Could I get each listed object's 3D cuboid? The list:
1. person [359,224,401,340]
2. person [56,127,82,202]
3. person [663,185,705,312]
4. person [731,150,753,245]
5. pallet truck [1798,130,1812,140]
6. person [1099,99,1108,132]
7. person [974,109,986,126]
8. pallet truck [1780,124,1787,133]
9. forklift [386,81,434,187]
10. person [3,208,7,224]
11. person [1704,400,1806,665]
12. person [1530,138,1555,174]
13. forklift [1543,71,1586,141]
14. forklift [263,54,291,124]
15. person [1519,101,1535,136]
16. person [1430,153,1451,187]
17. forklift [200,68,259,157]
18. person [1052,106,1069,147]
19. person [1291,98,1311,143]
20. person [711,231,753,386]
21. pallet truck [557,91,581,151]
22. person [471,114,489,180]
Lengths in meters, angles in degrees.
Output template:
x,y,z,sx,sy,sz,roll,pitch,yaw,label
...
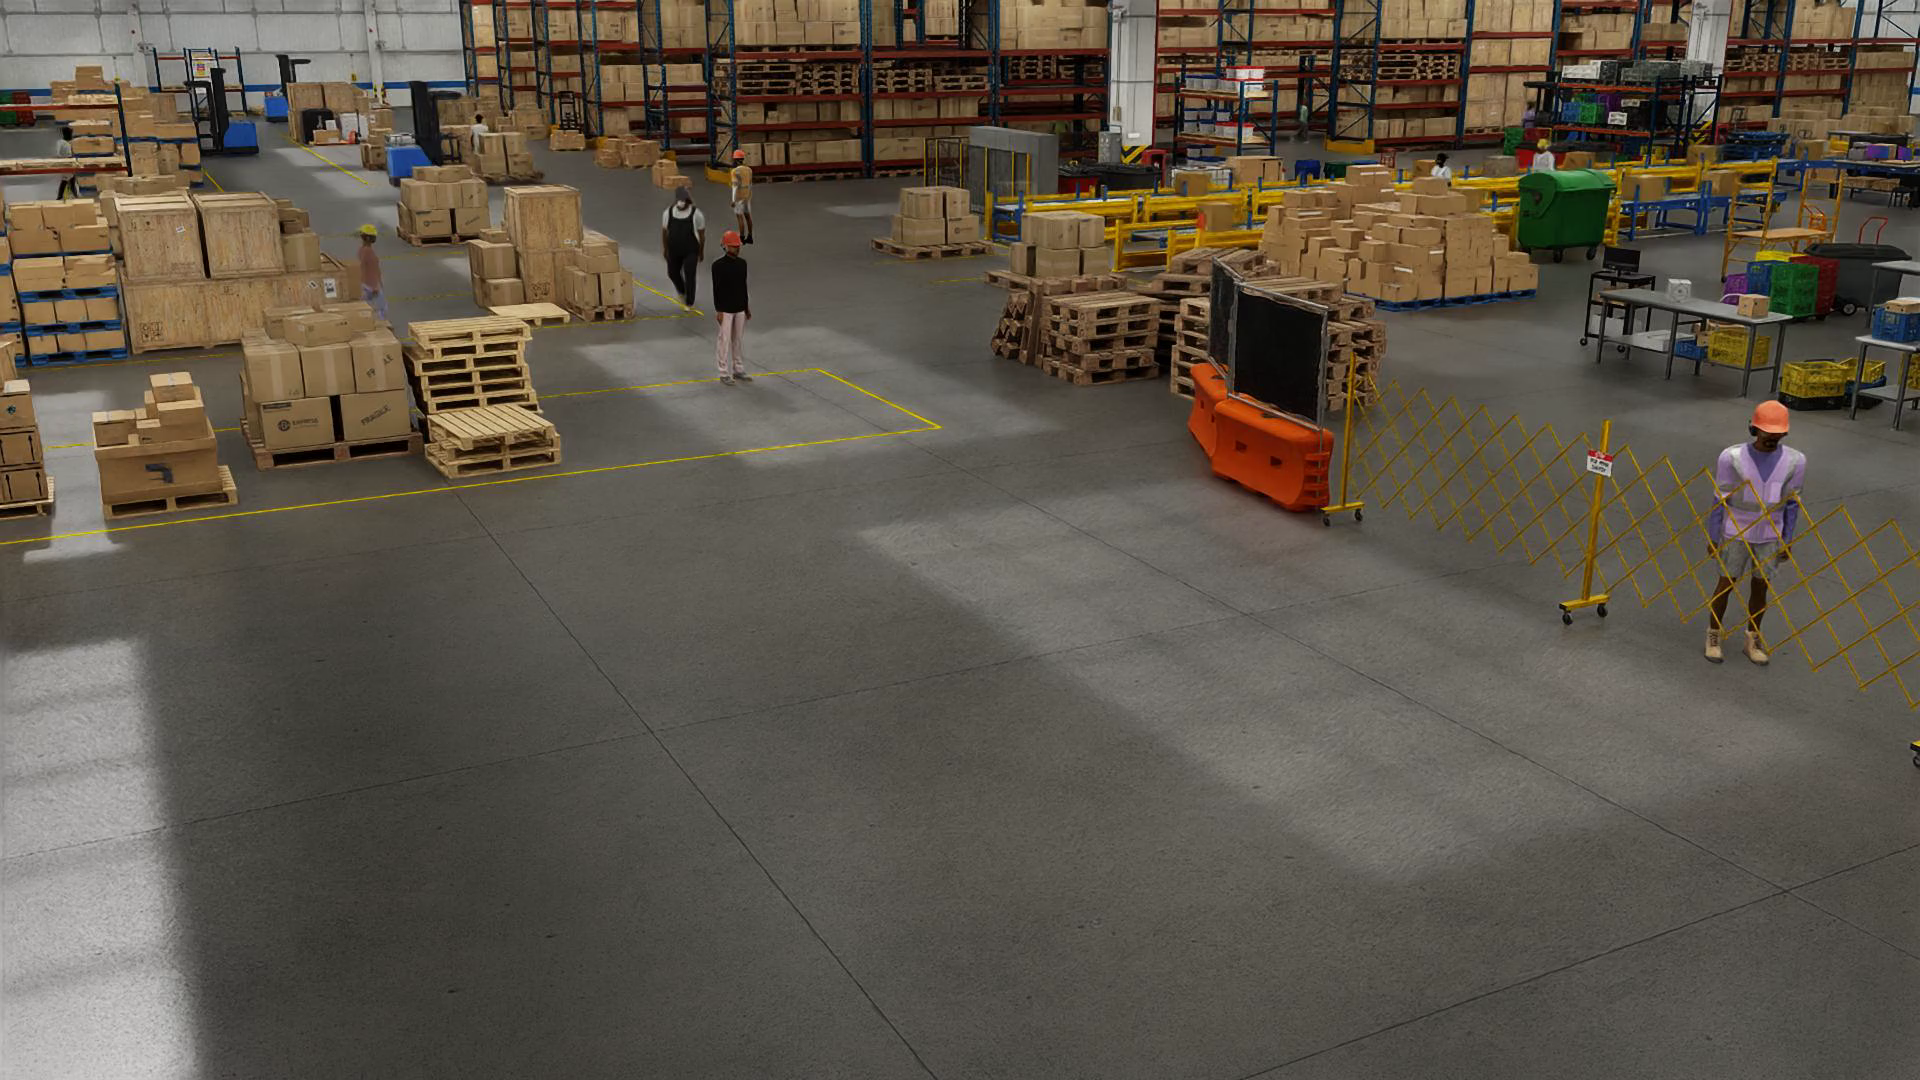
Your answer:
x,y,z,sx,sy,sz,roll,pitch,yaw,label
-8.692,-3.757,24.392,0.702,1.740,0.536,-12,22,-34,person
-22.189,-9.299,41.387,0.862,1.902,0.654,-15,23,-39,person
-4.476,-4.738,26.958,0.699,2.000,0.605,2,18,5,person
-4.552,-7.106,34.509,0.374,1.935,0.552,13,22,35,person
25.526,-11.556,49.408,1.630,1.274,0.653,-9,20,-26,pallet truck
5.290,-15.201,59.924,0.629,1.828,0.477,-6,19,-19,person
0.565,-12.646,52.167,0.540,1.696,0.315,4,18,11,person
25.206,-12.542,52.601,1.601,1.201,0.680,0,18,-2,pallet truck
-14.730,-11.128,45.527,1.873,2.768,1.129,-9,20,-26,forklift
-18.404,-6.154,31.701,0.842,1.841,0.532,11,21,31,person
5.880,-0.045,12.340,0.605,2.034,0.397,4,18,11,person
13.620,-8.489,39.008,0.428,1.821,0.592,-8,20,-24,person
18.685,-13.231,52.085,1.873,2.768,1.129,-9,20,-26,forklift
-28.533,-19.116,70.431,1.873,2.768,1.129,-9,20,-26,forklift
18.256,-13.163,53.497,1.043,1.888,0.643,-3,18,-9,person
10.523,-7.703,36.790,0.756,1.667,0.547,-8,19,-23,person
-24.369,-14.147,54.940,1.873,2.768,1.129,-9,20,-26,forklift
3.274,-13.375,54.512,0.535,1.652,0.890,14,23,38,person
12.374,-15.158,60.140,0.673,1.614,0.503,-2,18,-6,person
-2.966,-3.032,21.711,0.383,1.996,0.609,13,22,35,person
-13.495,-14.412,57.188,0.823,1.965,1.885,-3,18,-9,pallet truck
-13.708,-11.231,47.555,0.528,1.826,0.949,-4,18,-13,person
